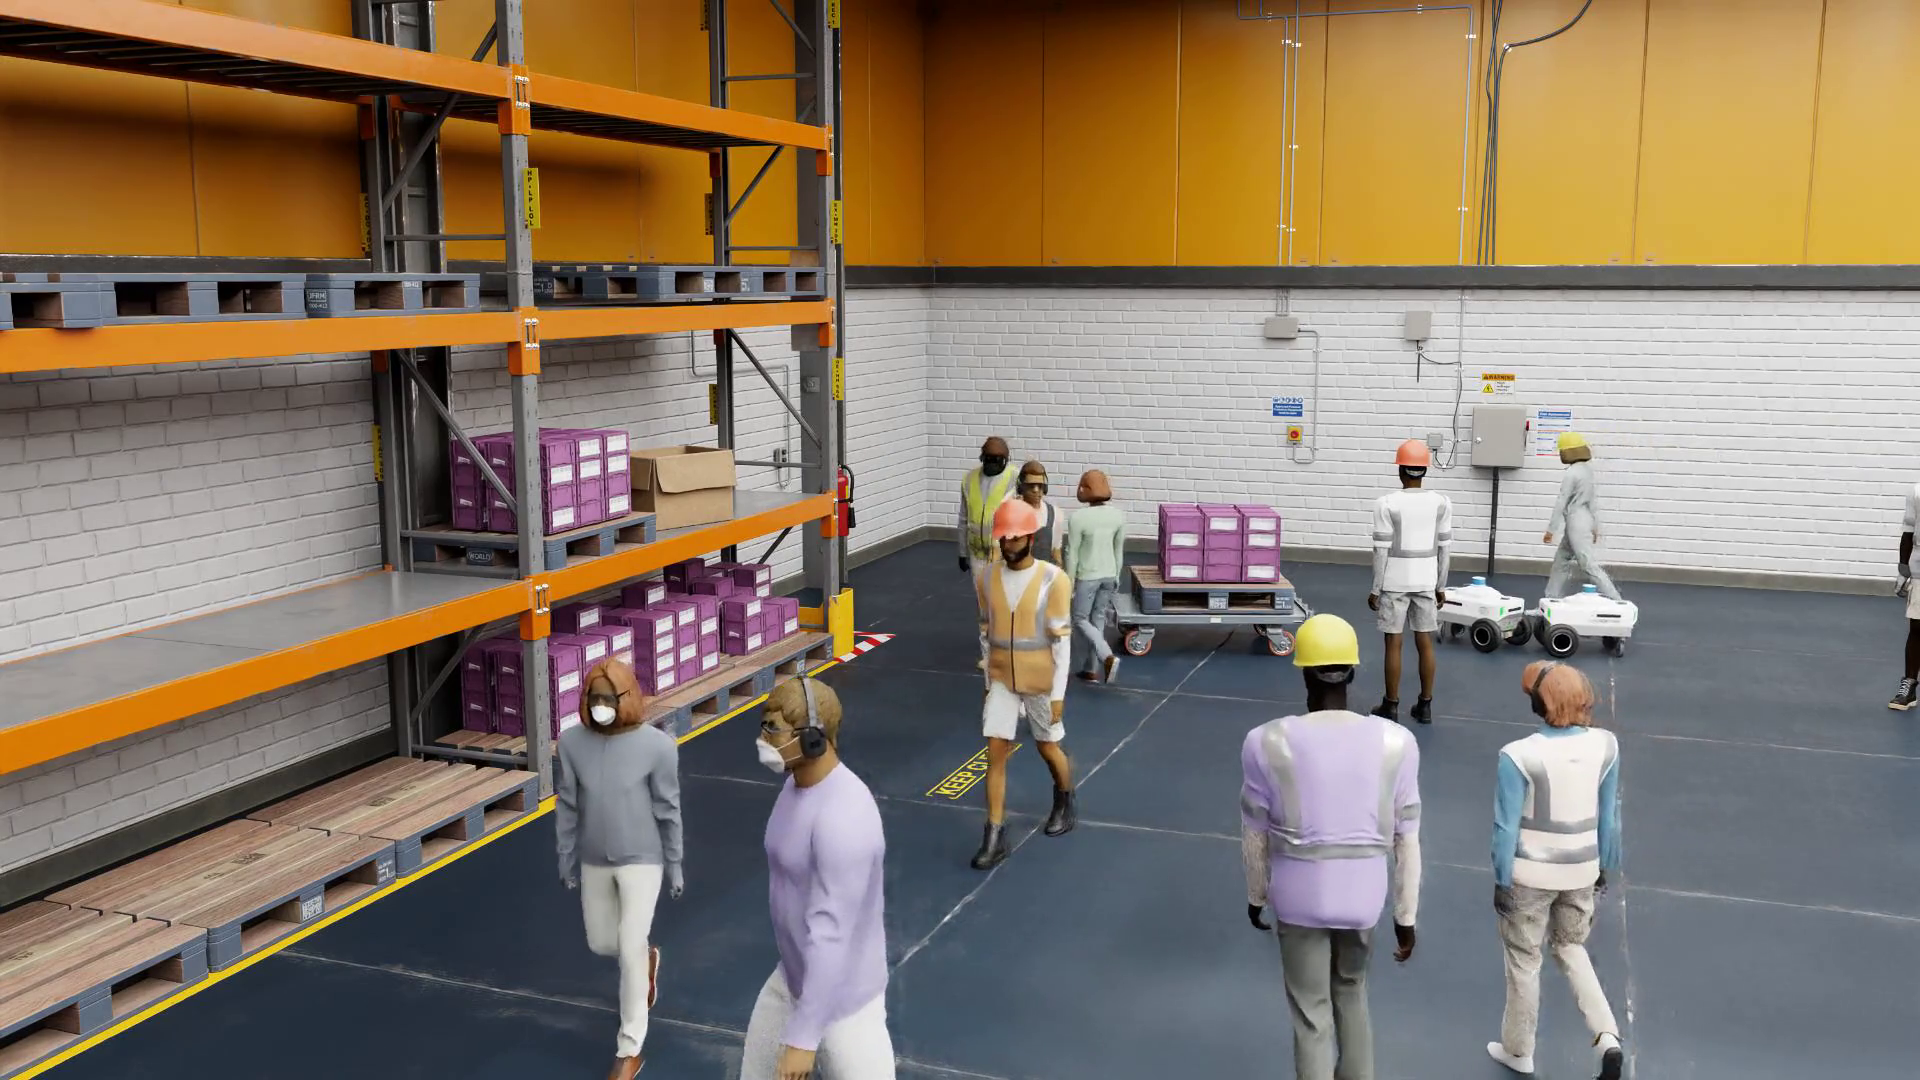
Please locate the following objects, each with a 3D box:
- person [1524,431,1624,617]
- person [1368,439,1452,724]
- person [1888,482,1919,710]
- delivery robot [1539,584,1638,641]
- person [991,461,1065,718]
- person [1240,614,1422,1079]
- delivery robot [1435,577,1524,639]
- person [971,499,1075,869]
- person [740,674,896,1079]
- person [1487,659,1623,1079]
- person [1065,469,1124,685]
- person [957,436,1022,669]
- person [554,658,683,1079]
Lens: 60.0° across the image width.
[{"bbox_3d":[5.422,-0.100,14.450,0.905,1.689,0.497,7,11,36],"label":"person"},{"bbox_3d":[3.019,0.288,11.231,0.551,1.936,0.357,-1,9,-8],"label":"person"},{"bbox_3d":[6.782,0.236,11.464,0.601,1.967,0.367,8,12,42],"label":"person"},{"bbox_3d":[5.025,0.600,13.306,0.707,0.478,0.477,1,9,9],"label":"delivery robot"},{"bbox_3d":[0.458,0.375,11.121,0.515,1.790,0.972,-1,9,-4],"label":"person"},{"bbox_3d":[1.228,1.198,5.616,0.581,1.903,0.508,-1,9,-5],"label":"person"},{"bbox_3d":[4.249,0.545,13.651,0.477,0.478,0.707,-7,11,-37],"label":"delivery robot"},{"bbox_3d":[0.355,0.708,8.744,0.548,1.904,0.944,4,10,24],"label":"person"},{"bbox_3d":[-0.384,1.324,4.902,1.009,1.899,0.641,-4,10,-23],"label":"person"},{"bbox_3d":[2.207,1.250,6.150,0.527,1.624,0.530,-2,9,-15],"label":"person"},{"bbox_3d":[1.017,0.290,12.229,0.504,1.616,0.594,-5,11,-31],"label":"person"},{"bbox_3d":[0.256,0.103,12.775,0.649,1.816,0.443,6,11,32],"label":"person"},{"bbox_3d":[-1.287,1.219,6.424,0.508,1.613,0.680,2,9,13],"label":"person"}]
